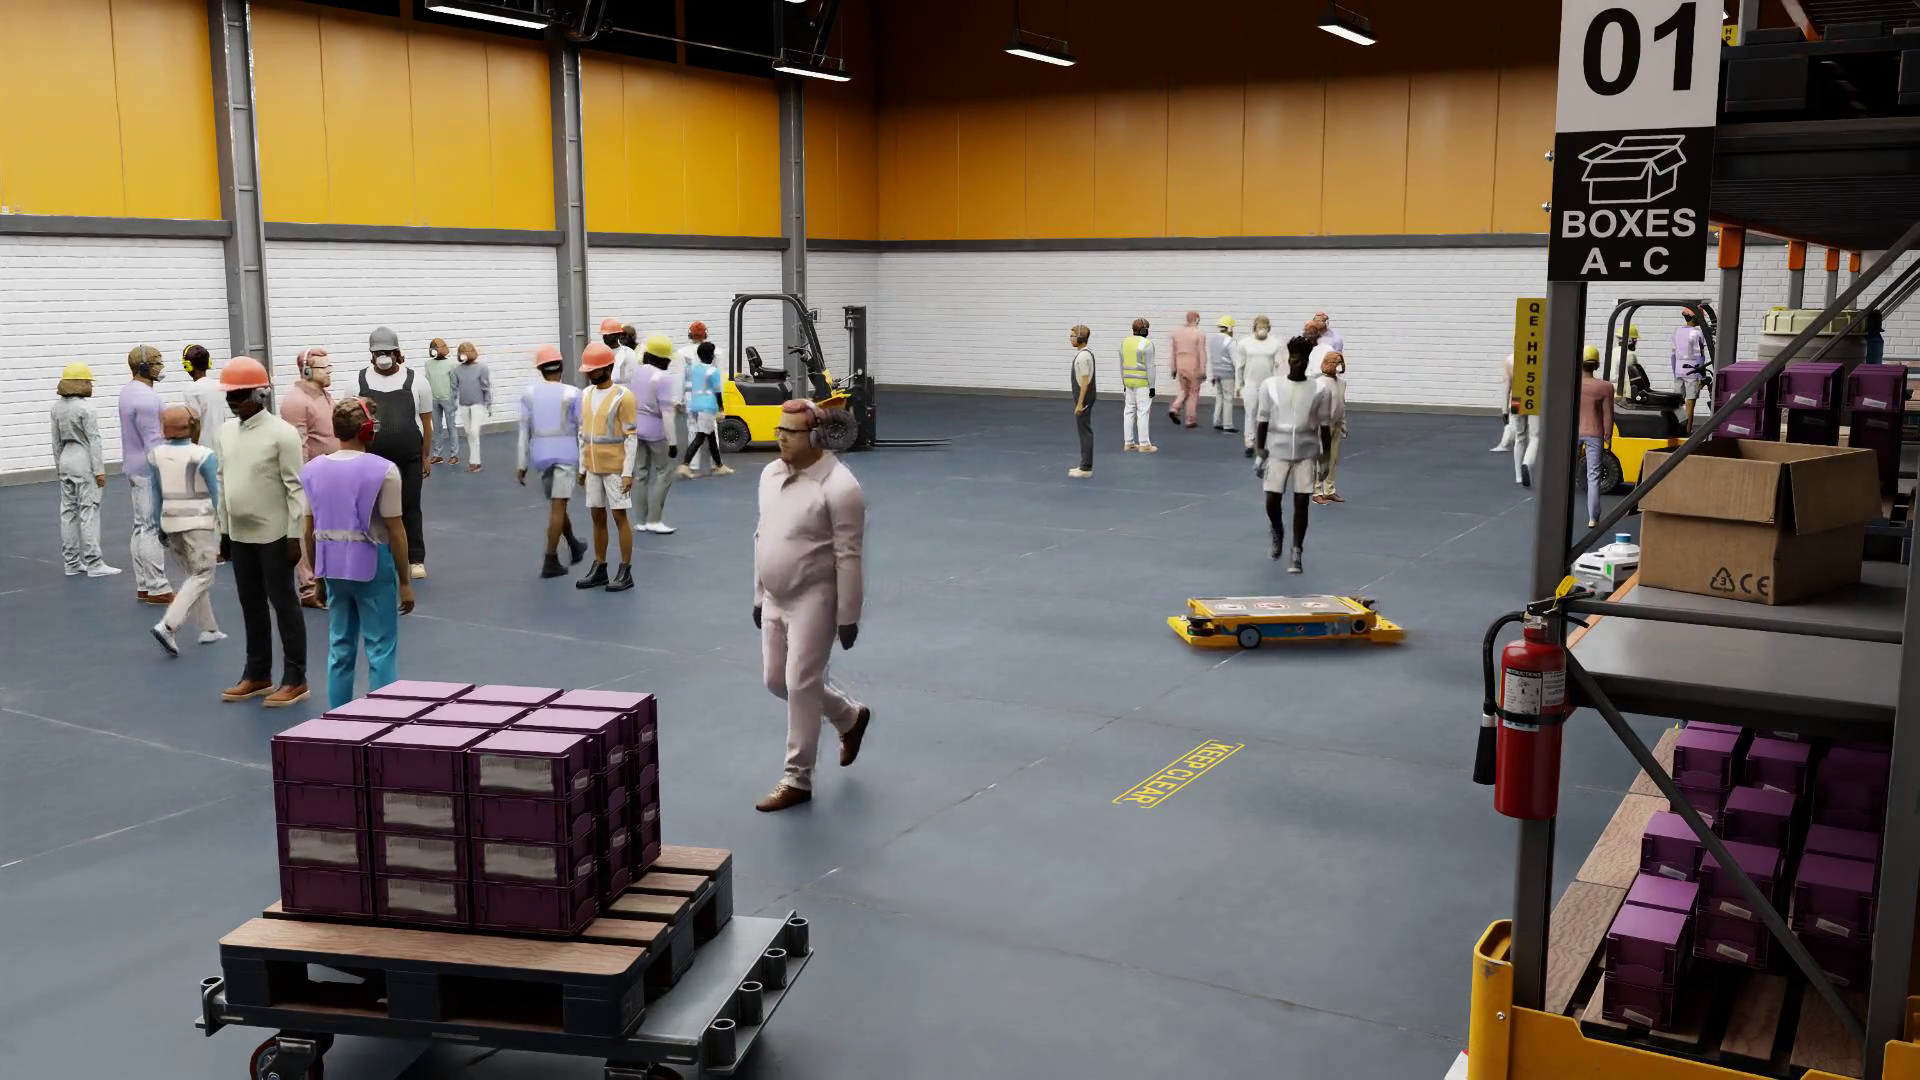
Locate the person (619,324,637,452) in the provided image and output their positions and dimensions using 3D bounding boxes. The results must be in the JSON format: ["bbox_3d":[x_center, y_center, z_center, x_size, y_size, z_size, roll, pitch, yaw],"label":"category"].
[{"bbox_3d":[-4.578,-2.082,22.875,0.532,1.768,0.311,4,10,24],"label":"person"}]

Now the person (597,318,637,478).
[{"bbox_3d":[-4.107,-1.671,19.781,0.550,1.933,0.370,2,9,15],"label":"person"}]

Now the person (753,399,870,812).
[{"bbox_3d":[-0.692,0.276,7.763,0.710,1.889,0.655,-8,12,-43],"label":"person"}]

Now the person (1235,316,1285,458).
[{"bbox_3d":[4.022,-2.049,22.297,0.634,1.880,1.013,1,9,5],"label":"person"}]

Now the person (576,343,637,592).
[{"bbox_3d":[-2.754,-0.560,12.875,0.542,1.927,0.374,5,11,30],"label":"person"}]

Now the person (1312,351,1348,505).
[{"bbox_3d":[3.958,-1.199,17.774,0.499,1.633,0.286,-8,12,-41],"label":"person"}]

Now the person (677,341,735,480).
[{"bbox_3d":[-3.089,-1.555,19.937,0.861,1.657,0.534,-8,12,-40],"label":"person"}]

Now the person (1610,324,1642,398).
[{"bbox_3d":[8.307,-1.789,20.843,0.404,1.827,0.600,-1,9,-5],"label":"person"}]

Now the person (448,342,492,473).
[{"bbox_3d":[-6.078,-1.624,20.498,0.519,1.608,0.678,2,9,13],"label":"person"}]

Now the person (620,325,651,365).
[{"bbox_3d":[-4.313,-1.948,21.988,0.628,1.794,0.963,2,9,15],"label":"person"}]

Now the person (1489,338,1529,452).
[{"bbox_3d":[7.787,-1.998,22.877,0.856,1.599,0.531,1,9,6],"label":"person"}]

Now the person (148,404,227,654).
[{"bbox_3d":[-5.038,-0.069,10.798,0.534,1.619,0.698,3,10,19],"label":"person"}]

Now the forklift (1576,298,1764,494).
[{"bbox_3d":[7.954,-1.589,18.462,2.313,2.155,1.214,5,11,30],"label":"forklift"}]

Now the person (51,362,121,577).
[{"bbox_3d":[-7.135,-0.571,13.525,0.488,1.738,0.323,4,10,24],"label":"person"}]

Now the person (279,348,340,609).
[{"bbox_3d":[-4.728,-0.454,12.296,0.405,1.902,0.636,0,9,0],"label":"person"}]

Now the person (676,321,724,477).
[{"bbox_3d":[-3.145,-1.702,20.131,0.583,1.882,0.337,-4,10,-23],"label":"person"}]

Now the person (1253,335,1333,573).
[{"bbox_3d":[2.749,-0.713,13.723,0.639,1.953,0.508,2,9,10],"label":"person"}]

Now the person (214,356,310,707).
[{"bbox_3d":[-3.989,-0.044,9.446,0.622,1.990,0.402,4,10,25],"label":"person"}]

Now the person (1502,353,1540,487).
[{"bbox_3d":[6.546,-1.559,19.207,0.591,1.901,0.807,5,10,29],"label":"person"}]

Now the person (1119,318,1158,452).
[{"bbox_3d":[2.482,-2.133,22.953,0.429,1.843,0.629,-7,12,-38],"label":"person"}]

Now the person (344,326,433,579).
[{"bbox_3d":[-4.566,-0.689,13.322,0.682,2.000,0.538,-3,10,-17],"label":"person"}]

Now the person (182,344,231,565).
[{"bbox_3d":[-6.364,-0.714,14.032,0.331,1.865,0.519,2,9,9],"label":"person"}]

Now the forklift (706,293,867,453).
[{"bbox_3d":[-2.458,-2.344,23.176,2.313,2.155,1.214,0,9,-2],"label":"forklift"}]

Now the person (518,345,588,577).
[{"bbox_3d":[-3.305,-0.672,13.749,0.579,1.862,1.023,2,9,12],"label":"person"}]

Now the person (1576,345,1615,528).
[{"bbox_3d":[6.032,-0.992,16.061,0.527,1.772,0.302,5,10,28],"label":"person"}]

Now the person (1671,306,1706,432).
[{"bbox_3d":[10.425,-2.365,23.777,0.371,2.044,0.608,-3,10,-17],"label":"person"}]

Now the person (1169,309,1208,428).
[{"bbox_3d":[3.639,-2.722,26.475,0.488,1.889,0.664,-8,12,-42],"label":"person"}]

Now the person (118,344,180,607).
[{"bbox_3d":[-5.976,-0.473,12.291,0.368,1.939,0.632,-7,12,-38],"label":"person"}]

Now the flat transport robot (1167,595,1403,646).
[{"bbox_3d":[2.172,0.534,11.194,1.431,0.197,0.652,-1,9,-6],"label":"flat transport robot"}]

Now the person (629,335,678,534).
[{"bbox_3d":[-2.926,-0.989,15.706,0.688,1.886,0.341,8,12,41],"label":"person"}]

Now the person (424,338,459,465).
[{"bbox_3d":[-6.671,-1.782,21.410,0.507,1.632,0.268,3,9,16],"label":"person"}]

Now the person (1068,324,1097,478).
[{"bbox_3d":[1.472,-1.669,20.050,0.345,1.845,0.505,2,9,9],"label":"person"}]

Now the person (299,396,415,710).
[{"bbox_3d":[-3.017,0.206,8.336,0.563,1.847,0.393,3,9,17],"label":"person"}]

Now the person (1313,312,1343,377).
[{"bbox_3d":[5.180,-2.338,24.030,0.638,1.910,0.407,5,10,29],"label":"person"}]

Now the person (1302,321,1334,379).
[{"bbox_3d":[4.598,-1.934,21.716,0.579,1.844,0.952,2,9,13],"label":"person"}]

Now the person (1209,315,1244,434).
[{"bbox_3d":[4.058,-2.518,25.401,0.413,1.830,0.610,-4,10,-26],"label":"person"}]

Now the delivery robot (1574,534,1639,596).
[{"bbox_3d":[4.822,0.197,12.123,0.707,0.478,0.477,-5,11,-30],"label":"delivery robot"}]
